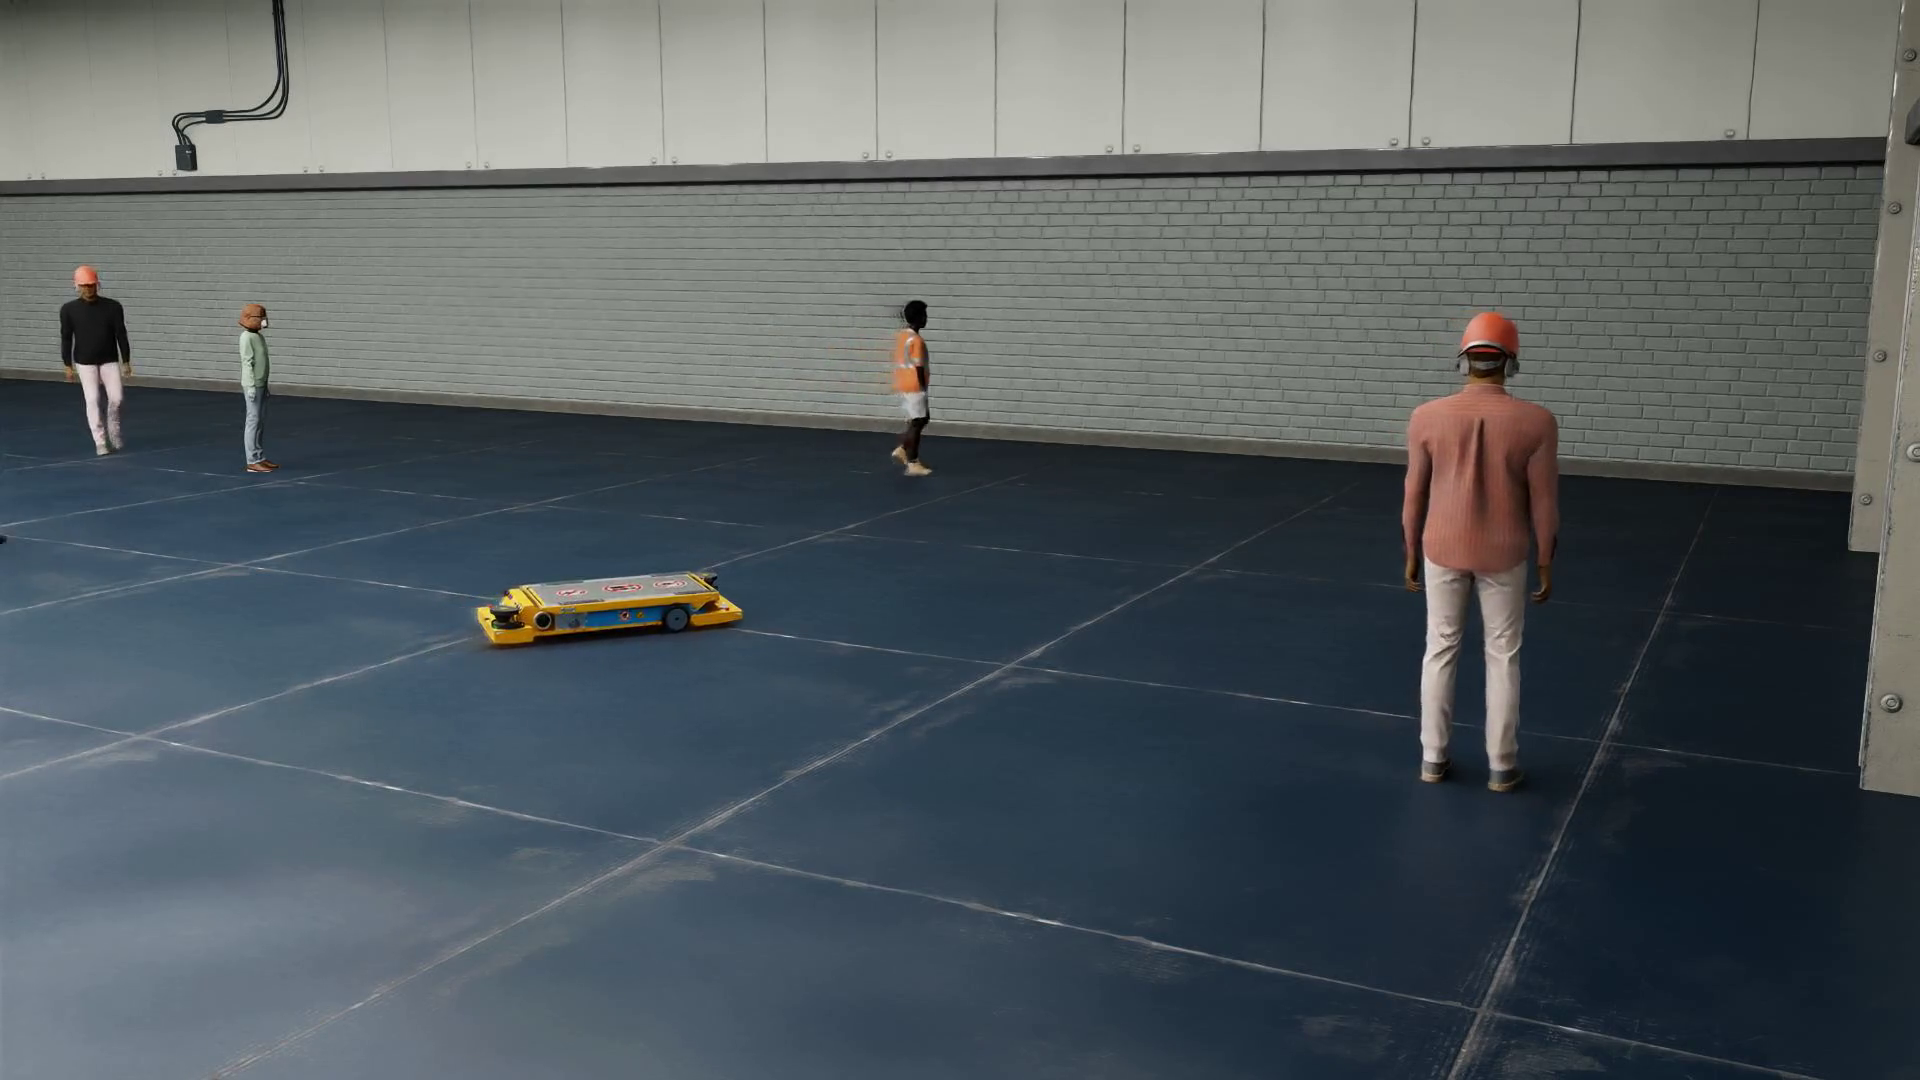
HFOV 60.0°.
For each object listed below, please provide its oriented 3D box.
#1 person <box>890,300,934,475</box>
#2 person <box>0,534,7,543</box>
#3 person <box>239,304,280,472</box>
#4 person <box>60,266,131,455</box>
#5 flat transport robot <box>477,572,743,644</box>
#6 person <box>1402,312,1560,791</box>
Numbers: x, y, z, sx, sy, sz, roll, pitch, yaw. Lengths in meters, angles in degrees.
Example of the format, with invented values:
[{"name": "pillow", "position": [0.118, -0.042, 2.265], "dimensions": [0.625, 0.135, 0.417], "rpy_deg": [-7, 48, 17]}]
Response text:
[{"name": "person", "position": [-0.413, -1.449, 15.909], "dimensions": [0.371, 1.682, 0.552], "rpy_deg": [-3, 11, -15]}, {"name": "person", "position": [-7.335, -0.862, 12.144], "dimensions": [0.673, 1.887, 0.656], "rpy_deg": [0, 10, -2]}, {"name": "person", "position": [-6.866, -1.485, 16.255], "dimensions": [0.266, 1.631, 0.507], "rpy_deg": [-1, 10, -7]}, {"name": "person", "position": [-9.040, -1.871, 17.404], "dimensions": [0.654, 1.978, 0.432], "rpy_deg": [-6, 12, -30]}, {"name": "flat transport robot", "position": [-2.061, 0.383, 9.786], "dimensions": [1.431, 0.197, 0.652], "rpy_deg": [-5, 11, -23]}, {"name": "person", "position": [2.154, 0.057, 6.893], "dimensions": [0.626, 1.985, 0.407], "rpy_deg": [5, 11, 25]}]
